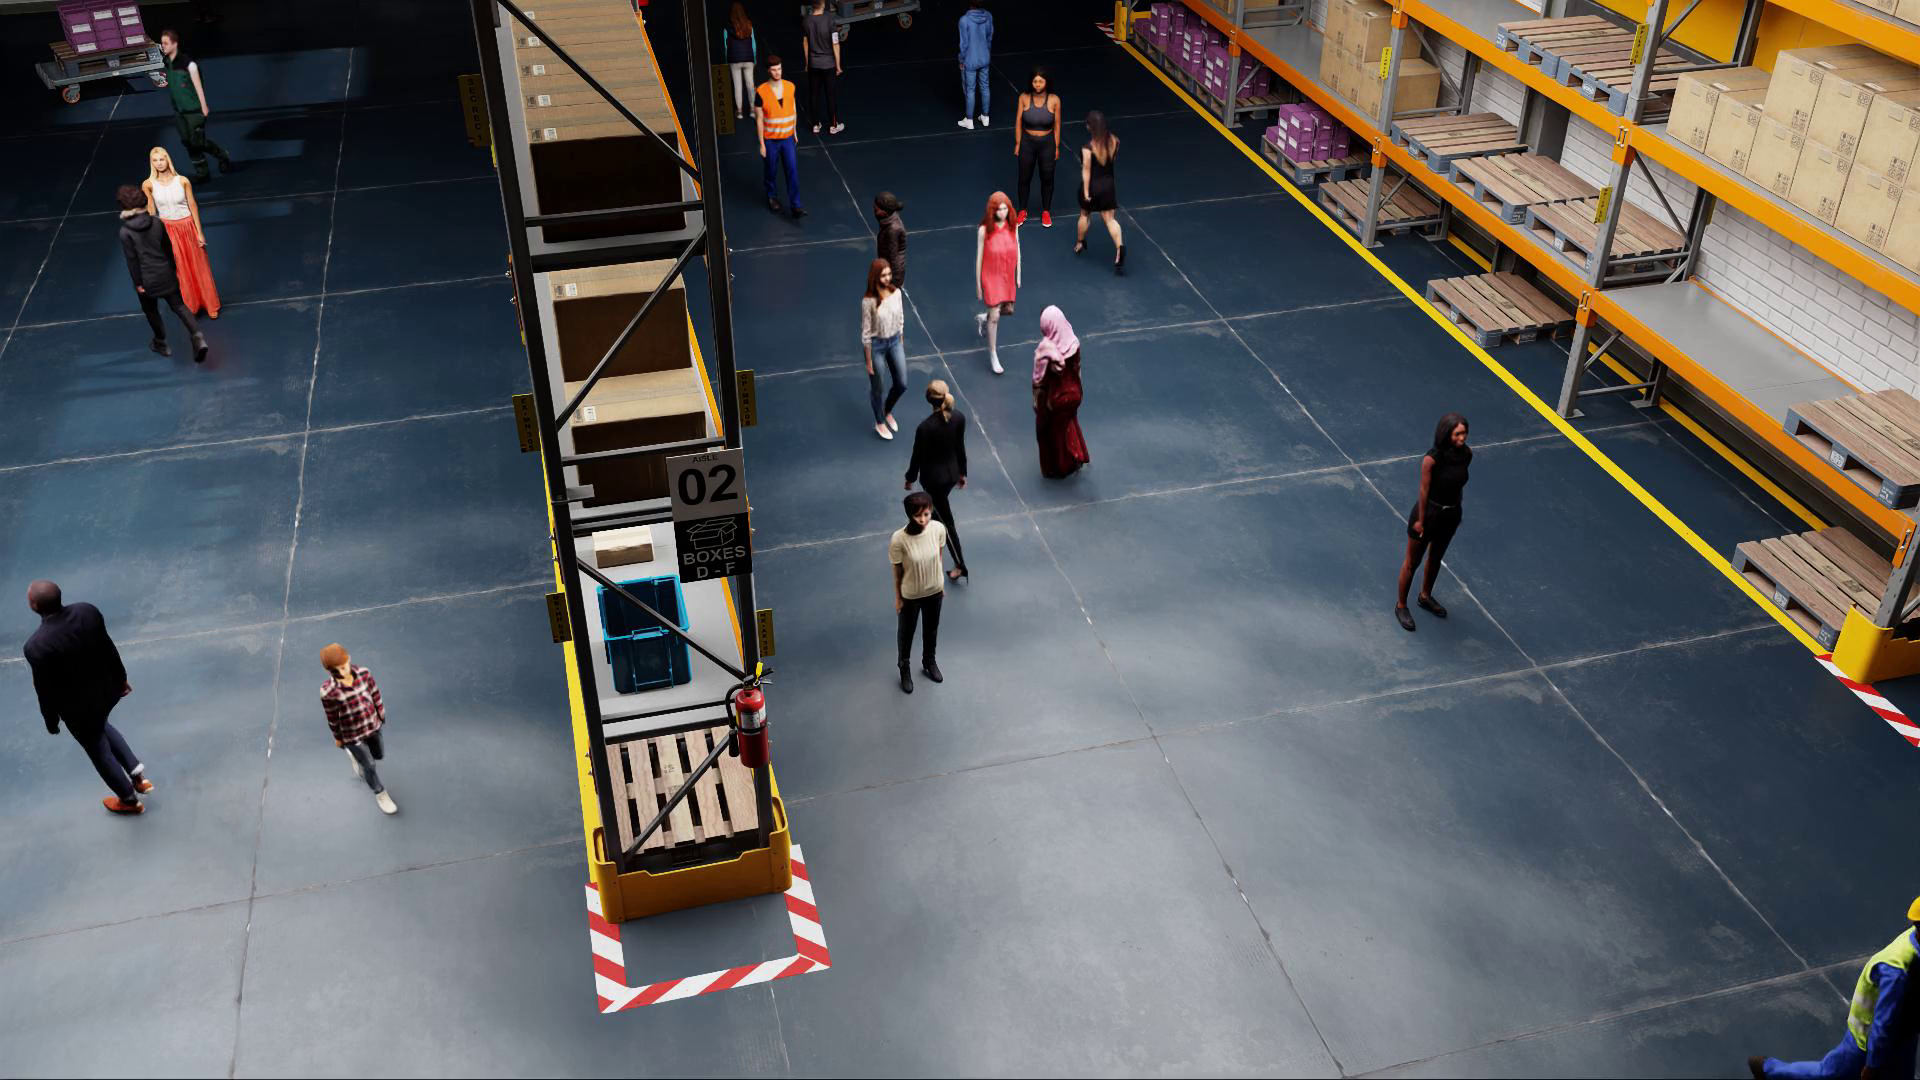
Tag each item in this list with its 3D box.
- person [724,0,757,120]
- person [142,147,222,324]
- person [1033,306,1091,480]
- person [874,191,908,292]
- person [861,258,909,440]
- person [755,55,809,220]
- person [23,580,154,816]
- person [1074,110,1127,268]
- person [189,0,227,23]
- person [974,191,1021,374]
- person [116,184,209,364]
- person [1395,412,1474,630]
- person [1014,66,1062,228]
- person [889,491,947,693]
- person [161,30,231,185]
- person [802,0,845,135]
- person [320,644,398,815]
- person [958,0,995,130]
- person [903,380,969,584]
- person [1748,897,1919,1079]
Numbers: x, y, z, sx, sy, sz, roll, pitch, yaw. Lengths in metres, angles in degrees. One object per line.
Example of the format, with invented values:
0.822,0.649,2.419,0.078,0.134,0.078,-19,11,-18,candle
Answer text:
-2.864,-6.282,21.751,0.572,1.501,0.583,-7,34,-10,person
-7.801,-3.060,16.630,0.653,1.803,0.620,-14,36,-20,person
0.869,-1.197,13.976,0.802,1.638,0.810,-17,37,-24,person
-0.648,-2.571,16.023,0.633,1.660,0.561,10,35,14,person
-0.722,-1.714,14.681,0.652,1.719,0.671,-18,37,-24,person
-2.113,-4.609,18.919,0.835,1.848,1.211,-15,36,-21,person
-5.416,1.031,10.472,0.896,1.806,0.791,10,35,14,person
1.539,-3.687,17.692,0.810,1.671,1.127,-17,37,-23,person
-11.695,-8.848,25.280,0.777,1.866,0.823,15,37,22,person
0.320,-2.473,15.745,0.736,1.804,0.946,-12,35,-17,person
-7.603,-2.487,15.815,1.191,1.750,1.033,25,41,33,person
3.529,-0.167,12.334,0.647,1.740,0.597,-16,37,-22,person
0.873,-4.430,18.679,0.756,1.815,0.748,4,34,6,person
-0.282,0.349,11.695,0.635,1.588,0.548,-16,37,-23,person
-9.099,-5.152,19.752,0.910,1.830,0.974,17,37,24,person
-1.768,-6.059,21.176,0.727,1.764,0.737,10,35,14,person
-3.916,1.174,10.727,0.880,1.285,0.770,25,41,32,person
0.200,-6.202,21.349,0.734,1.811,0.678,-18,38,-25,person
-0.093,-0.398,12.746,0.928,1.668,1.112,-28,43,-35,person
4.565,2.432,8.384,0.937,1.785,1.253,-21,39,-28,person
